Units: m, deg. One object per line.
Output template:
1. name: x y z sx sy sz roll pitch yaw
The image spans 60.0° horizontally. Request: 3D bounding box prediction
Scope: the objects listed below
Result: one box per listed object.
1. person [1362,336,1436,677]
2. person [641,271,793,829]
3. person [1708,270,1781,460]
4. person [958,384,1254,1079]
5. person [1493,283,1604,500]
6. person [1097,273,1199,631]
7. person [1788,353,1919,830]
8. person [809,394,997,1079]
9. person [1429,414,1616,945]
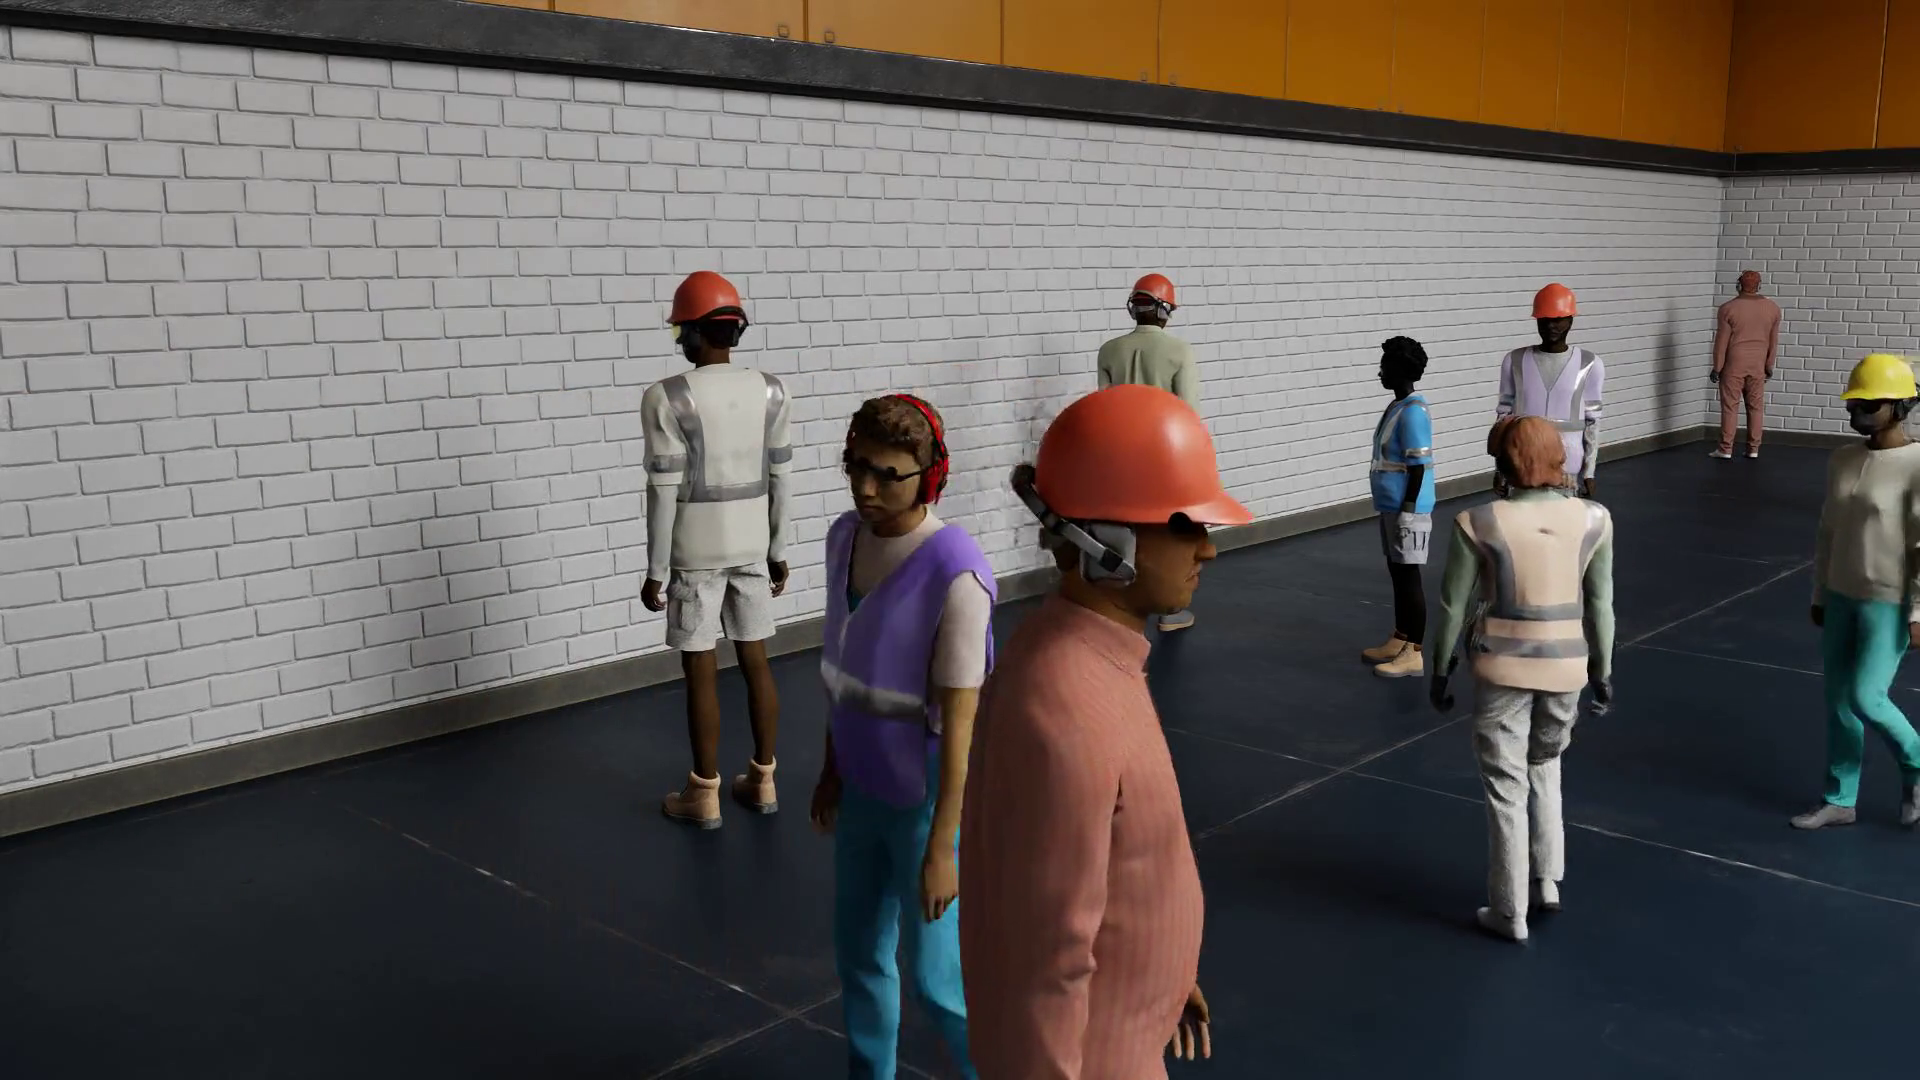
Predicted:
1. person: 2.198 -0.166 8.303 0.318 1.695 0.539 1 10 5
2. person: -0.908 0.040 6.148 0.615 2.041 0.377 -8 13 -39
3. person: 7.888 -1.759 16.778 0.651 1.907 0.409 -1 10 -3
4. person: 0.166 0.737 2.479 1.017 1.951 0.621 0 10 -1
5. person: 3.164 -0.408 8.996 0.543 1.939 0.361 4 11 22
6. person: 1.062 -0.486 9.307 0.608 1.985 0.394 6 11 29
7. person: 3.292 0.207 5.989 0.415 1.754 0.542 -2 10 -13
8. person: -0.102 0.578 3.762 0.459 1.824 0.642 -6 12 -32
9. person: 1.724 0.423 5.147 0.540 1.621 0.461 -1 10 -5
